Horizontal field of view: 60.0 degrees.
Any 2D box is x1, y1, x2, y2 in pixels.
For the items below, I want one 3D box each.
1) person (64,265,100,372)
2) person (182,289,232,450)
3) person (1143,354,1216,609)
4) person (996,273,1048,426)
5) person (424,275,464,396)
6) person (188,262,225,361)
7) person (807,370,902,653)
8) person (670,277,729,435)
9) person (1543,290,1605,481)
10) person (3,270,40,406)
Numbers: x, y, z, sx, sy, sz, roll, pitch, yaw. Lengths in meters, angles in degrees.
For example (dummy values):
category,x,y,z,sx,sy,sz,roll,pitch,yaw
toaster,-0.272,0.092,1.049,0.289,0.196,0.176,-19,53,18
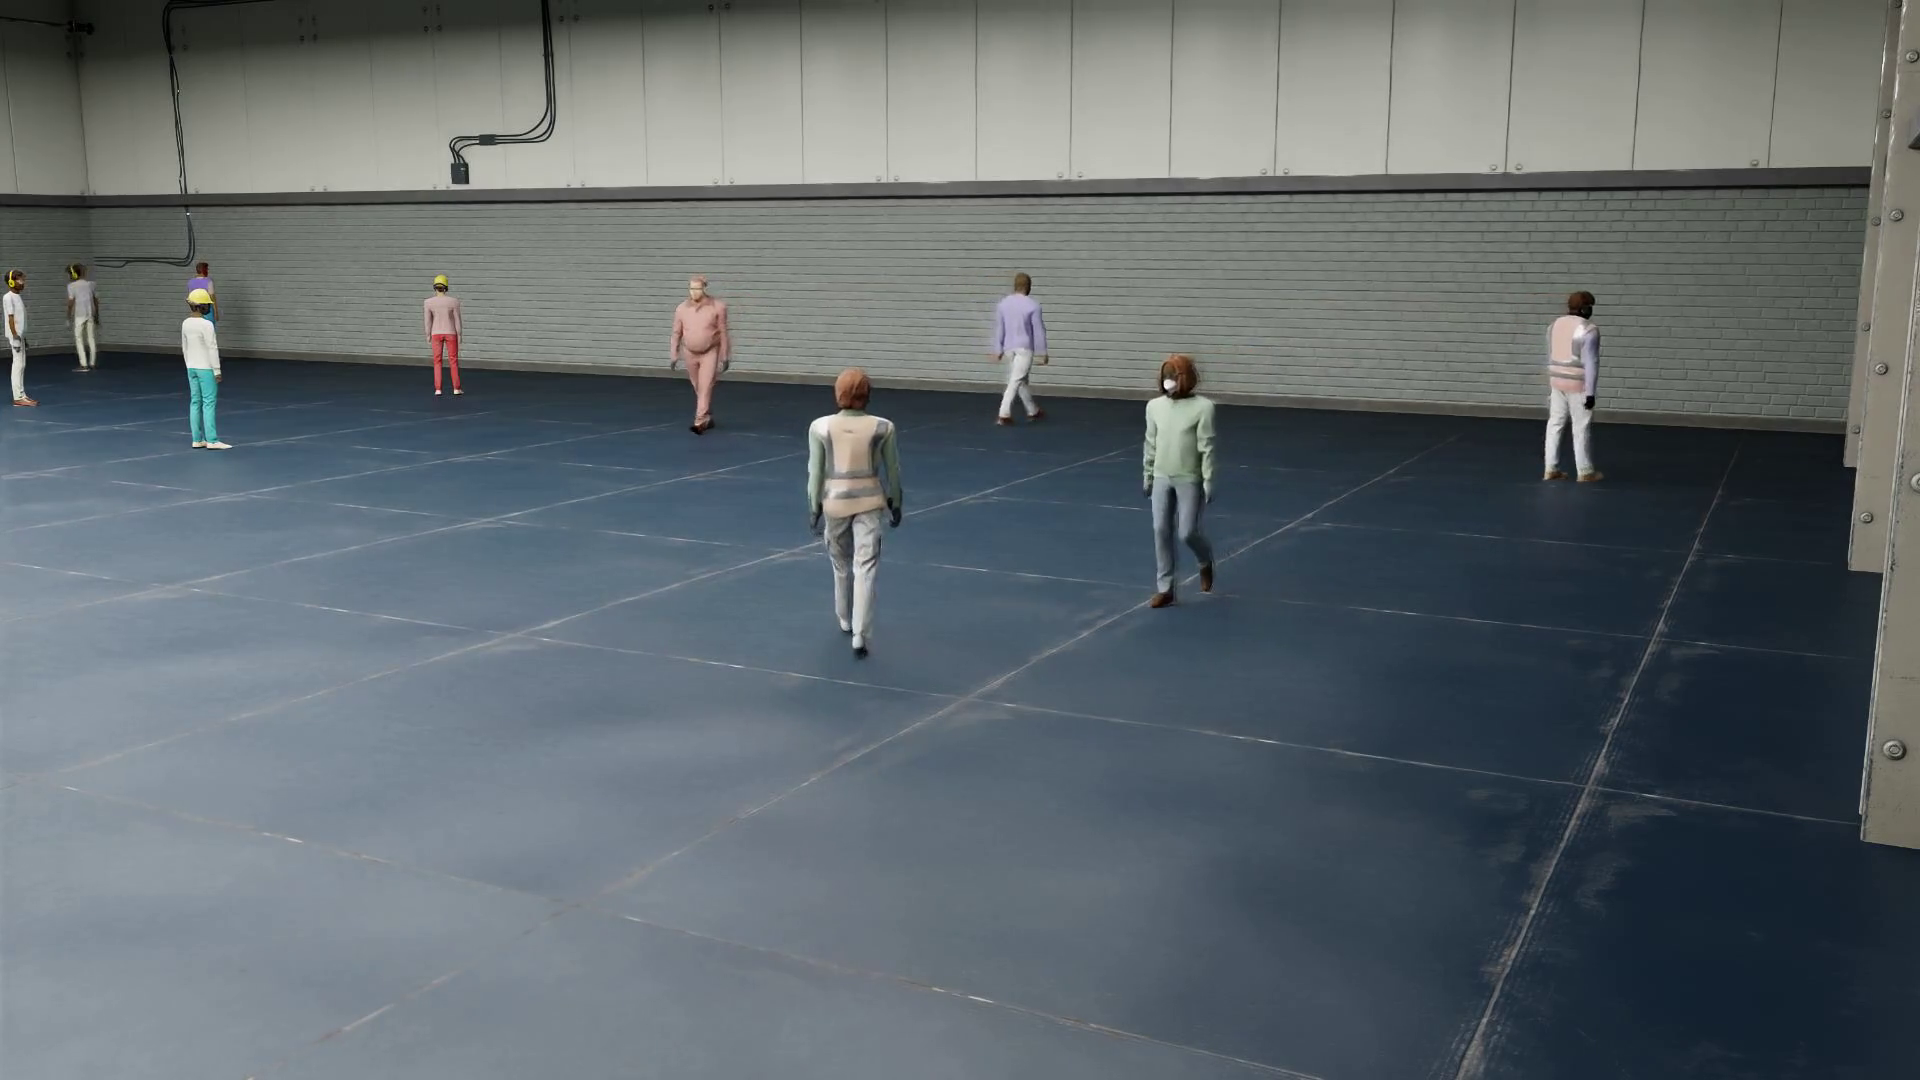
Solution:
category,x,y,z,sx,sy,sz,roll,pitch,yaw
person,-15.166,-3.829,28.783,0.385,1.841,0.609,6,12,31
person,-8.313,-1.872,18.301,0.533,1.768,0.310,6,12,31
person,1.406,-0.379,10.561,0.512,1.614,0.503,8,13,36
person,0.774,-2.361,20.663,0.653,1.884,1.040,9,14,41
person,-7.595,-3.005,24.483,0.523,1.769,0.313,-2,11,-10
person,-14.087,-4.238,30.994,0.563,1.843,0.389,4,11,19
person,-0.602,-0.176,9.533,0.532,1.590,0.881,0,10,-1
person,-3.125,-2.200,19.847,0.670,1.848,1.013,2,11,11
person,5.884,-1.464,15.921,0.445,1.842,0.637,-5,11,-25
person,-13.007,-2.787,23.006,0.328,1.873,0.521,-4,11,-19
